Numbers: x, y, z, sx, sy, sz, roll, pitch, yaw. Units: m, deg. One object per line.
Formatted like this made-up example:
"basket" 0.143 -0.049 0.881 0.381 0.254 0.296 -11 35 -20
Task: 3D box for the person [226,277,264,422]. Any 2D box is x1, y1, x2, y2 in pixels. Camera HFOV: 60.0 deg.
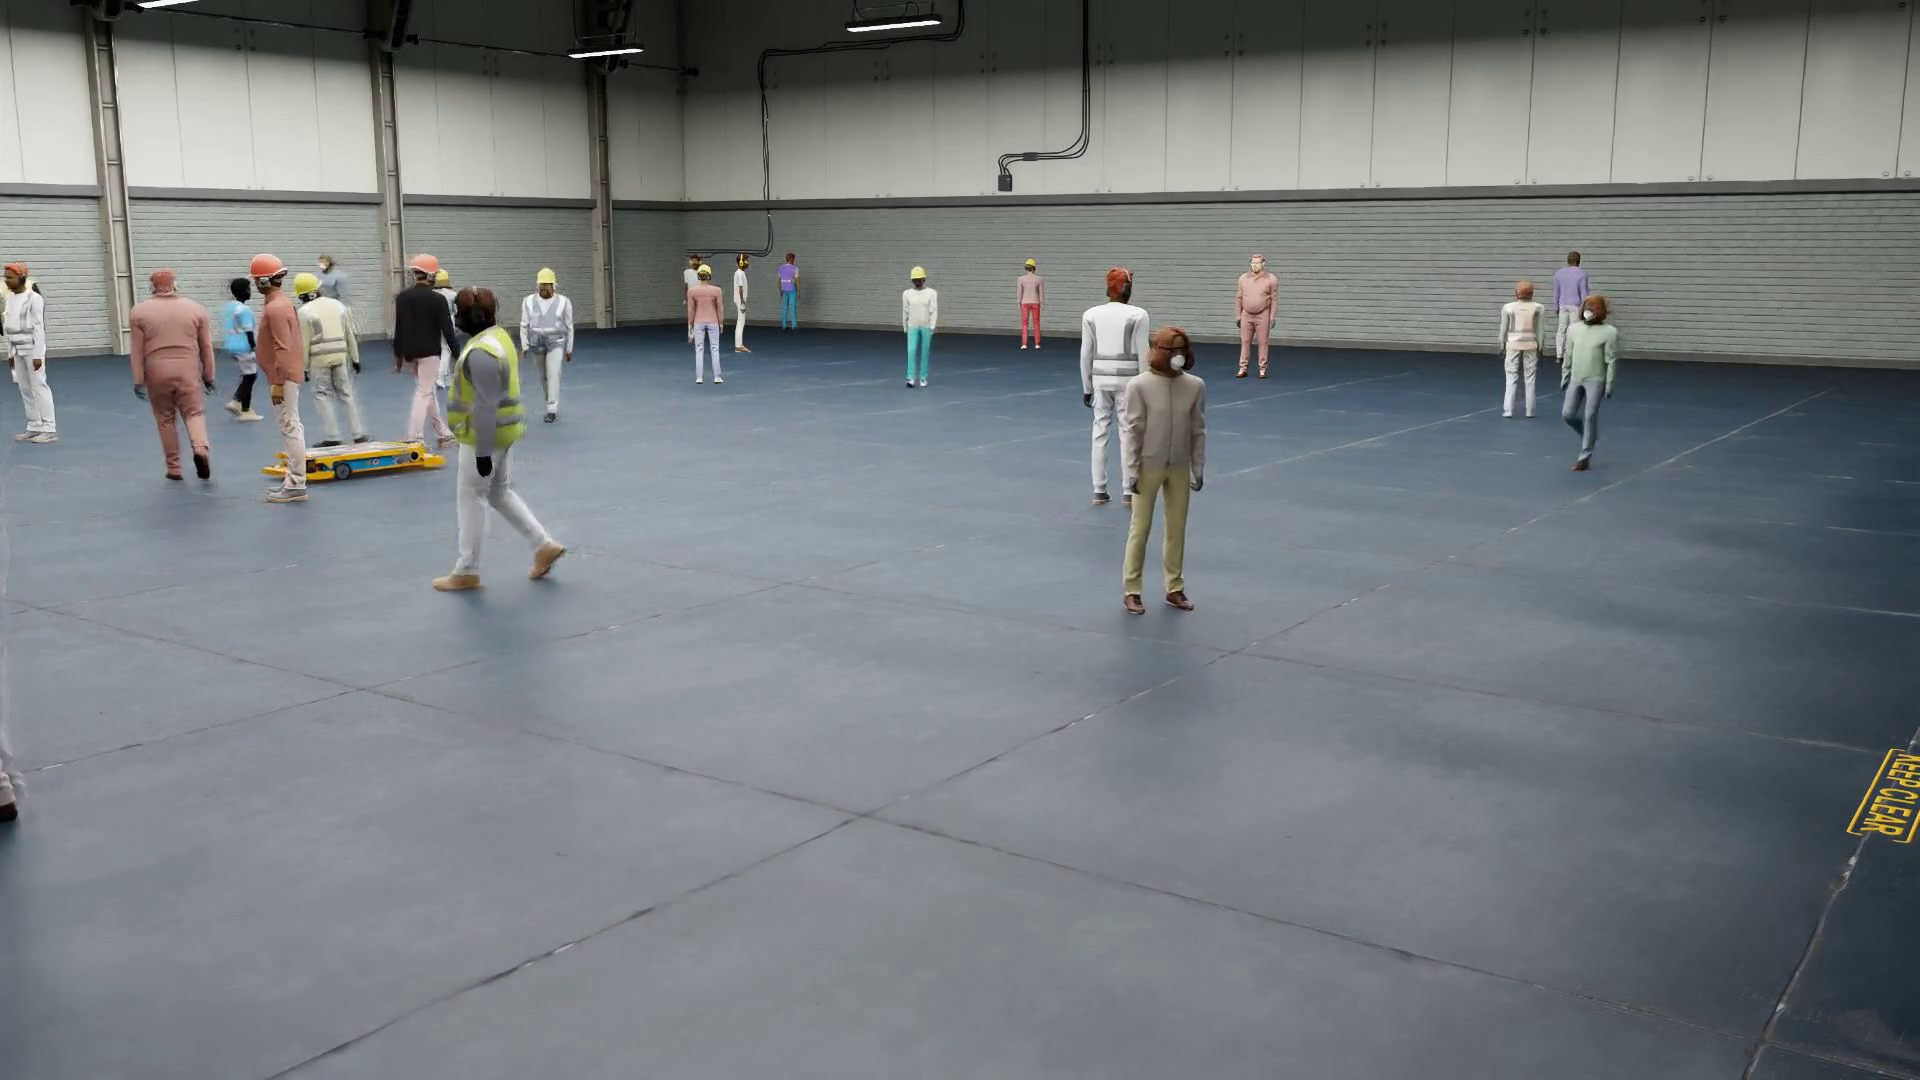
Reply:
"person" -8.323 -2.211 19.370 0.372 1.680 0.546 -9 13 -41

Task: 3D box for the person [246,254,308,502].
"person" -5.491 -1.302 13.421 0.392 1.991 0.613 -3 11 -17

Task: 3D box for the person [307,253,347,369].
"person" -10.268 -3.669 26.903 0.662 1.906 0.885 3 11 17

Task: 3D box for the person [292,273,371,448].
"person" -6.369 -1.805 16.831 0.441 1.781 0.730 6 12 30

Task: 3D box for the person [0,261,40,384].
"person" -14.052 -3.253 24.866 0.632 1.814 0.864 -4 11 -22

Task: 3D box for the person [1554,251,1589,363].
"person" 10.601 -4.033 28.862 0.370 1.940 0.627 -9 13 -40

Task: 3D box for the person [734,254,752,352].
"person" -4.179 -4.537 31.885 0.309 1.868 0.534 -2 10 -11

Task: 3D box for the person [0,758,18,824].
"person" -3.792 0.159 5.613 0.993 1.856 0.642 -6 12 -29

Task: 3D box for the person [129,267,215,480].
"person" -6.838 -1.428 14.475 0.660 1.876 0.618 -6 12 -32

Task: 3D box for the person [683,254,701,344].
"person" -5.441 -4.937 34.198 0.564 1.835 0.895 0 10 -3

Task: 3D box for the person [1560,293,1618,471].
"person" 5.777 -1.451 15.264 0.435 1.621 0.514 -8 13 -39

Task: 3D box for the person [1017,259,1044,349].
"person" 1.376 -4.614 32.615 0.528 1.764 0.330 0 10 0

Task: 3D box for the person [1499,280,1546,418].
"person" 6.685 -2.263 19.795 0.522 1.636 0.310 2 10 13

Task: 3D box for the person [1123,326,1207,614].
"person" 1.153 -0.389 9.360 0.498 1.626 0.305 -3 11 -19

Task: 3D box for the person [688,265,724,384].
"person" -3.763 -3.191 24.658 0.523 1.761 0.323 -1 10 -4

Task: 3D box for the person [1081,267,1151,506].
"person" 1.240 -1.210 13.199 0.575 1.886 0.362 5 11 28

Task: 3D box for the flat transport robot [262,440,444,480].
"flat transport robot" -5.476 -0.731 15.042 0.652 0.197 1.431 8 13 37

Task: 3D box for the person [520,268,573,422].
"person" -4.867 -2.307 19.636 0.585 1.794 0.928 0 10 -1

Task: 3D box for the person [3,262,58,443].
"person" -9.762 -1.955 17.400 0.577 1.877 0.341 6 12 30

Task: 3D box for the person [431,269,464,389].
"person" -7.442 -3.033 23.917 0.489 1.705 0.863 1 10 7

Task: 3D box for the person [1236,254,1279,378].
"person" 4.566 -3.447 25.674 0.643 1.910 0.400 4 11 23

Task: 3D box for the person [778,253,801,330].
"person" -4.099 -5.965 39.970 0.568 1.835 0.398 5 11 27

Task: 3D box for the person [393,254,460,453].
"person" -5.250 -1.856 16.608 0.651 1.952 0.941 5 11 28

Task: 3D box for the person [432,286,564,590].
"person" -2.830 -0.606 10.037 0.645 1.850 0.638 -1 10 -3

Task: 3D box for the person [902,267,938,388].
"person" -0.585 -3.048 23.954 0.527 1.726 0.852 1 10 4
